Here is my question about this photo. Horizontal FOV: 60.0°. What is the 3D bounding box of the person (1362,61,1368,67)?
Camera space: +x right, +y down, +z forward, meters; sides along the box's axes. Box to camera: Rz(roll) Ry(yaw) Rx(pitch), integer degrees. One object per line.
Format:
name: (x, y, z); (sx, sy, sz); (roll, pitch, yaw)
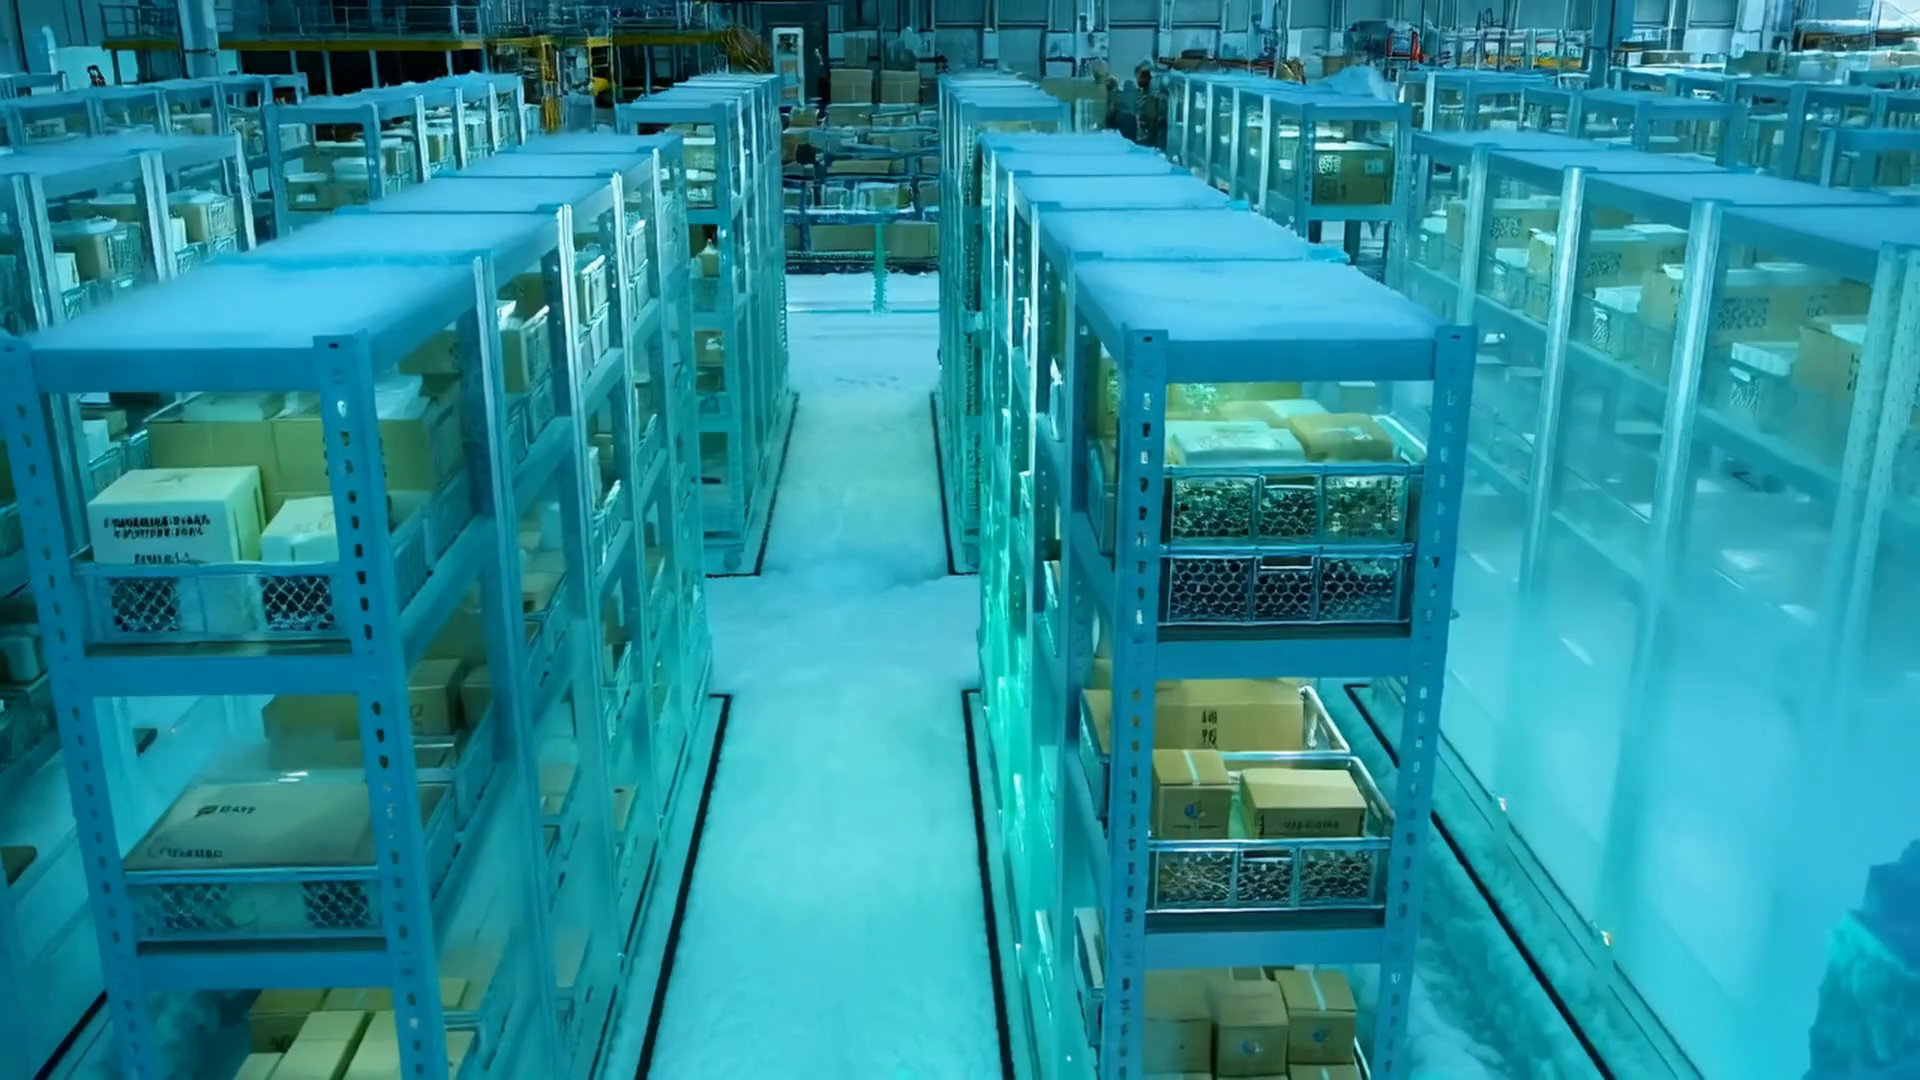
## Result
person: (18.764, -21.301, 77.074); (0.893, 1.700, 0.493); (11, 21, 32)

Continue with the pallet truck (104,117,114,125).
pallet truck: (-18.367, -7.885, 35.078); (1.885, 1.965, 0.823); (1, 18, 2)

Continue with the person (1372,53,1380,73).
person: (21.523, -24.253, 86.068); (0.861, 1.789, 0.533); (-2, 18, -6)

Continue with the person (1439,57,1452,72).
person: (22.123, -21.015, 75.827); (0.599, 1.912, 0.477); (8, 20, 24)

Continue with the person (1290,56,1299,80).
person: (17.023, -23.866, 85.025); (0.621, 1.672, 0.558); (14, 22, 36)

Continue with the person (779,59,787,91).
person: (-8.689, -22.745, 81.315); (0.429, 1.840, 0.637); (-7, 19, -22)

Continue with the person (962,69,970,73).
person: (0.214, -15.827, 59.581); (0.377, 2.045, 0.605); (-7, 19, -22)

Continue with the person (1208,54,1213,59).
person: (12.039, -22.619, 80.787); (0.645, 1.927, 0.642); (10, 21, 29)

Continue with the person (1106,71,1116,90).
person: (5.667, -16.611, 62.311); (0.328, 1.861, 0.502); (-16, 24, -40)

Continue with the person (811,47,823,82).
person: (-8.094, -26.944, 94.181); (0.694, 1.924, 0.443); (-1, 18, -3)

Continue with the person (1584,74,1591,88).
person: (21.227, -14.676, 56.022); (0.720, 2.000, 0.694); (10, 20, 28)

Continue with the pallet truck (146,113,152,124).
pallet truck: (-18.087, -8.309, 36.390); (1.885, 1.965, 0.823); (-1, 18, -4)

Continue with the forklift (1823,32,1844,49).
forklift: (45.186, -24.889, 86.282); (1.873, 2.768, 1.129); (-6, 19, -19)

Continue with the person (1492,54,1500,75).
person: (26.006, -22.599, 80.728); (0.505, 1.920, 0.686); (13, 22, 34)

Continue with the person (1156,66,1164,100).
person: (8.312, -18.826, 69.313); (0.329, 1.763, 0.523); (1, 18, 3)

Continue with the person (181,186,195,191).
person: (-12.528, -5.100, 26.740); (0.403, 1.822, 0.589); (12, 21, 33)

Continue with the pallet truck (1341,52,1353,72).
pallet truck: (18.794, -23.123, 82.231); (0.823, 1.965, 1.885); (-13, 22, -35)

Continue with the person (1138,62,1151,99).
person: (7.474, -18.426, 67.698); (0.378, 1.996, 0.611); (-15, 23, -38)

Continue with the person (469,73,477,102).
person: (-18.526, -16.802, 62.910); (0.824, 1.860, 0.587); (0, 18, 2)

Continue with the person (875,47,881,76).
person: (-4.458, -26.747, 93.613); (0.785, 1.904, 0.573); (-3, 18, -10)

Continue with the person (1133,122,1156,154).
person: (4.165, -8.552, 37.535); (0.531, 1.745, 0.682); (8, 20, 23)

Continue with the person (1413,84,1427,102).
person: (16.236, -15.569, 58.956); (0.551, 1.932, 0.378); (-10, 21, -29)

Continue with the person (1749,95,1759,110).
person: (28.306, -15.561, 59.384); (0.545, 1.647, 0.894); (-13, 22, -34)

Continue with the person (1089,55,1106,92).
person: (7.001, -23.418, 83.486); (0.971, 1.797, 0.637); (1, 18, 4)

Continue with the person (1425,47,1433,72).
person: (26.049, -26.385, 92.426); (0.364, 1.934, 0.553); (-1, 18, -4)

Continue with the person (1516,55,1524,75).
person: (27.068, -22.533, 80.576); (0.451, 1.891, 0.660); (11, 21, 31)

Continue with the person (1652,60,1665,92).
person: (30.165, -19.734, 71.803); (0.375, 1.959, 0.600); (-9, 20, -26)

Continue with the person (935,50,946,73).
person: (-1.023, -24.726, 87.325); (0.608, 1.906, 0.517); (0, 18, 0)
